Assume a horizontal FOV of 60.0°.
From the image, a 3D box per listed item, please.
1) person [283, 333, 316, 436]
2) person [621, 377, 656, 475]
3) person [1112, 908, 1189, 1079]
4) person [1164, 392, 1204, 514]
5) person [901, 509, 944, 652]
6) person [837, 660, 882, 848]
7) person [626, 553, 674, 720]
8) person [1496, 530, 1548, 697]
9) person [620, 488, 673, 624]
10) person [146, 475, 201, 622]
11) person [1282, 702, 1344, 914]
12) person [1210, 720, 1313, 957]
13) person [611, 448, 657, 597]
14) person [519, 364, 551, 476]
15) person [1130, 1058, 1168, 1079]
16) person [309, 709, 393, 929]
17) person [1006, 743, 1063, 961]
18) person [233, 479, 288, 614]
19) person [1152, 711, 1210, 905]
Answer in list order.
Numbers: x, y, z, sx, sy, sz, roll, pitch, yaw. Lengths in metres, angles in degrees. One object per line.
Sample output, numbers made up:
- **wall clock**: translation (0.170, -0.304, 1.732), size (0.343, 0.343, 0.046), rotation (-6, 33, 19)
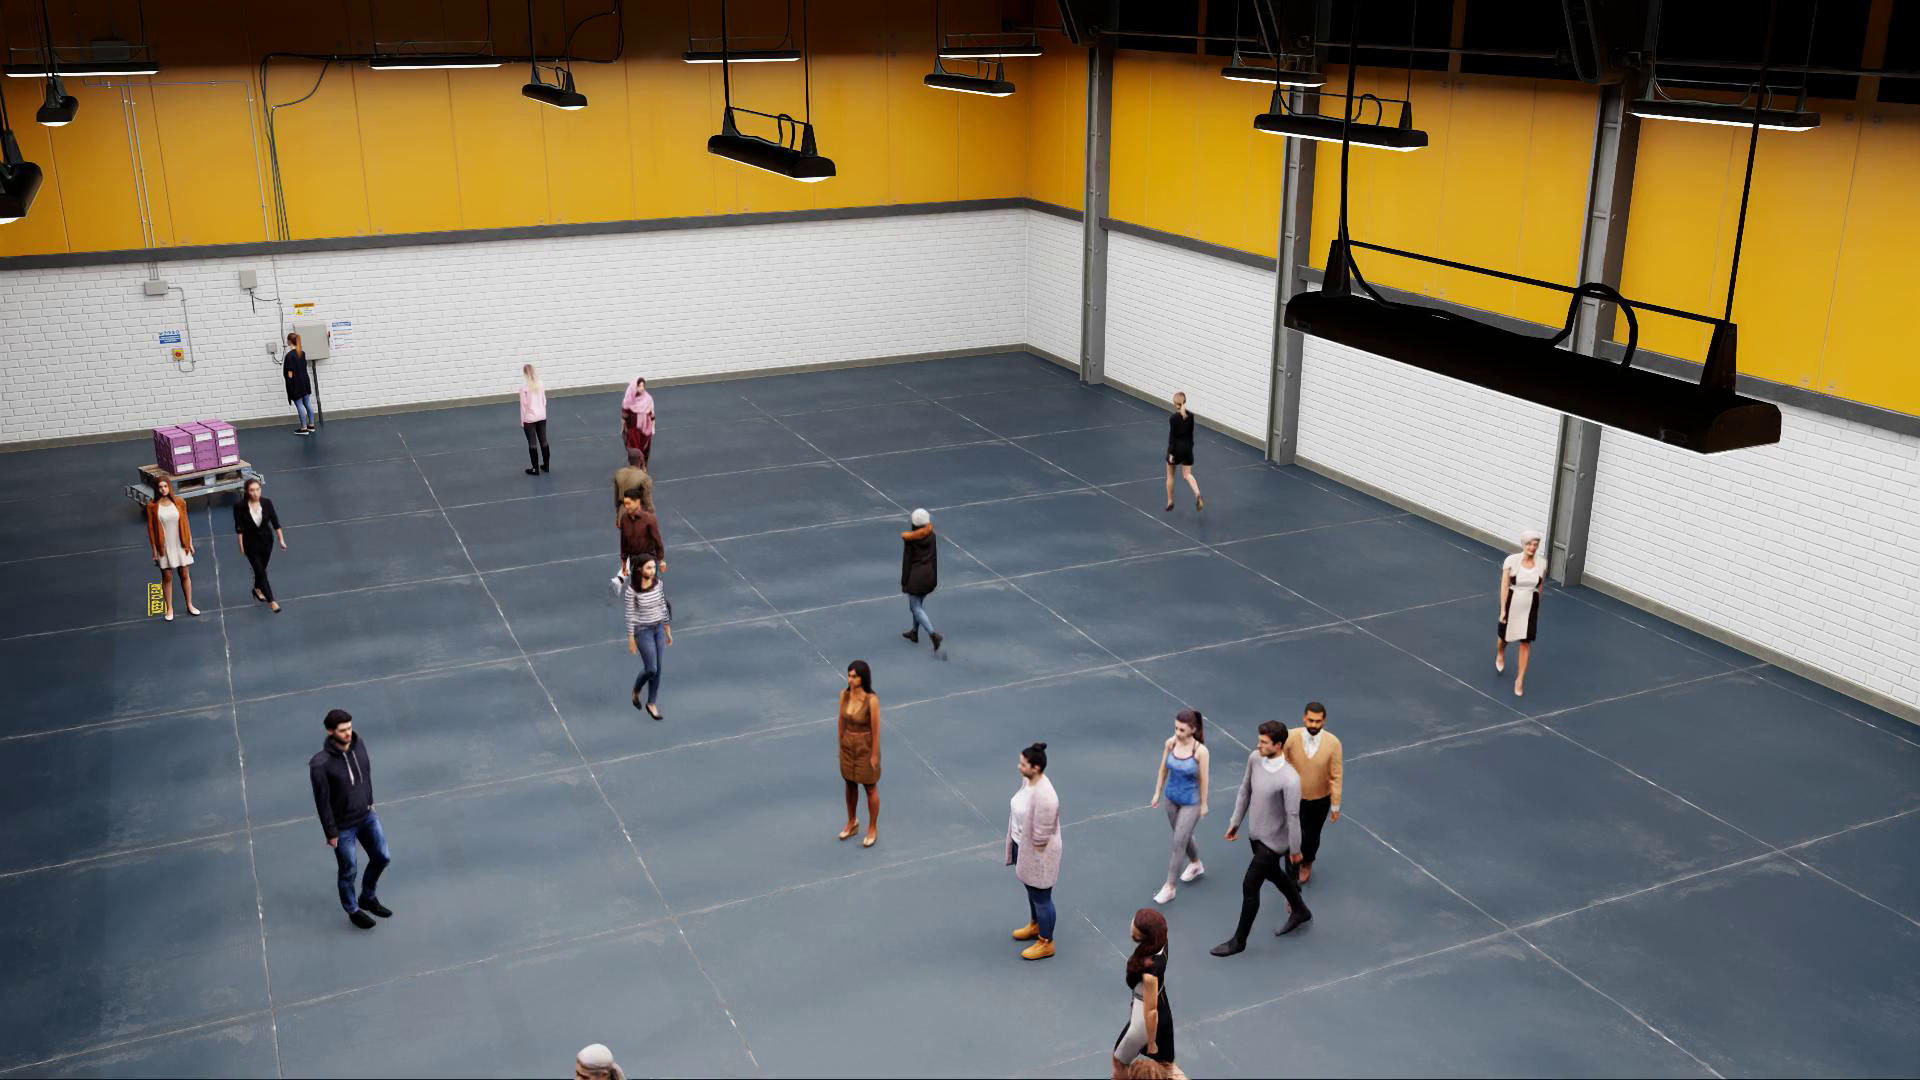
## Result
- **person**: translation (-10.860, -2.579, 27.339), size (0.773, 1.682, 0.714), rotation (7, 20, 19)
- **person**: translation (-4.826, -1.663, 24.747), size (0.691, 1.599, 1.096), rotation (-9, 20, -24)
- **person**: translation (1.269, 3.084, 10.439), size (1.146, 1.735, 1.018), rotation (12, 22, 31)
- **person**: translation (3.089, -1.151, 23.002), size (0.602, 1.743, 1.017), rotation (-9, 21, -26)
- **person**: translation (-0.409, 0.460, 18.425), size (0.774, 1.611, 1.069), rotation (-15, 24, -37)
- **person**: translation (-0.851, 1.813, 14.283), size (0.605, 1.690, 0.699), rotation (11, 21, 29)
- **person**: translation (-3.177, 0.961, 16.667), size (0.798, 1.784, 0.740), rotation (13, 23, 35)
- **person**: translation (5.852, 0.716, 17.504), size (1.013, 1.715, 1.167), rotation (3, 19, 10)
- **person**: translation (-3.549, 0.228, 18.889), size (0.914, 1.755, 0.971), rotation (6, 19, 16)
- **person**: translation (-9.213, 0.064, 19.427), size (0.645, 1.723, 0.617), rotation (-13, 22, -33)
- **person**: translation (2.820, 2.077, 13.474), size (1.119, 1.707, 1.272), rotation (4, 19, 11)
- **person**: translation (2.441, 2.235, 12.706), size (0.869, 1.897, 1.167), rotation (-6, 20, -18)
- **person**: translation (-3.982, -0.180, 20.057), size (1.174, 1.783, 1.171), rotation (11, 22, 30)
- **person**: translation (-6.420, -1.828, 25.103), size (0.676, 1.686, 0.677), rotation (15, 24, 38)
- **person**: translation (1.055, 3.578, 9.438), size (0.547, 1.438, 0.510), rotation (-12, 22, -31)
- **person**: translation (-4.830, 2.153, 12.982), size (0.844, 1.877, 0.819), rotation (10, 21, 27)
- **person**: translation (0.595, 2.333, 12.656), size (0.800, 1.744, 0.648), rotation (-4, 19, -10)
- **person**: translation (-8.303, 0.061, 19.628), size (0.848, 1.600, 1.171), rotation (-17, 25, -41)
- **person**: translation (1.847, 2.117, 13.546), size (0.815, 1.584, 0.946), rotation (-17, 25, -41)
